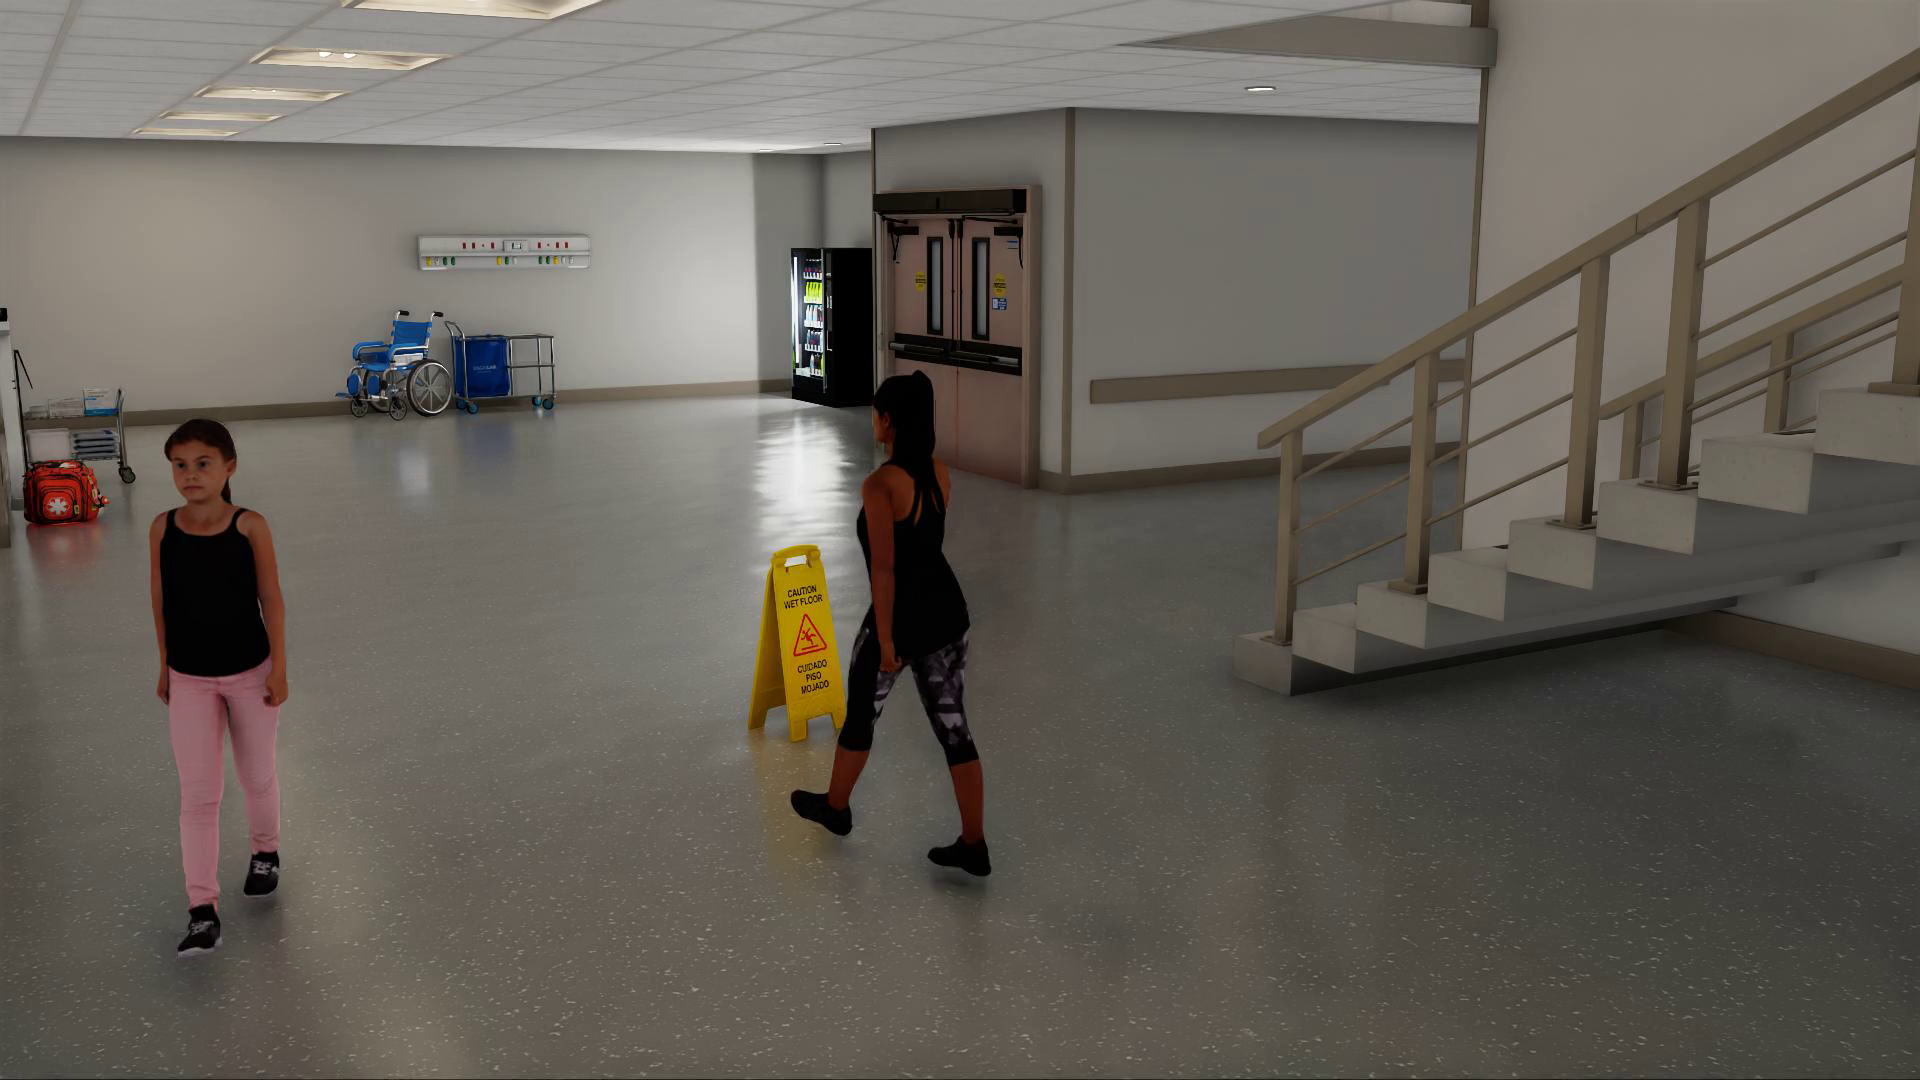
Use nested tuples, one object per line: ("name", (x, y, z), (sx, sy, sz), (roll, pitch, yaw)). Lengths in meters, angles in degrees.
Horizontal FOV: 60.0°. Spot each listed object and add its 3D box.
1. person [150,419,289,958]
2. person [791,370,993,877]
("person", (-2.200, 0.419, 5.016), (0.741, 1.520, 1.077), (-2, 11, -13))
("person", (-0.090, 0.295, 5.371), (1.117, 1.630, 0.834), (8, 14, 37))
